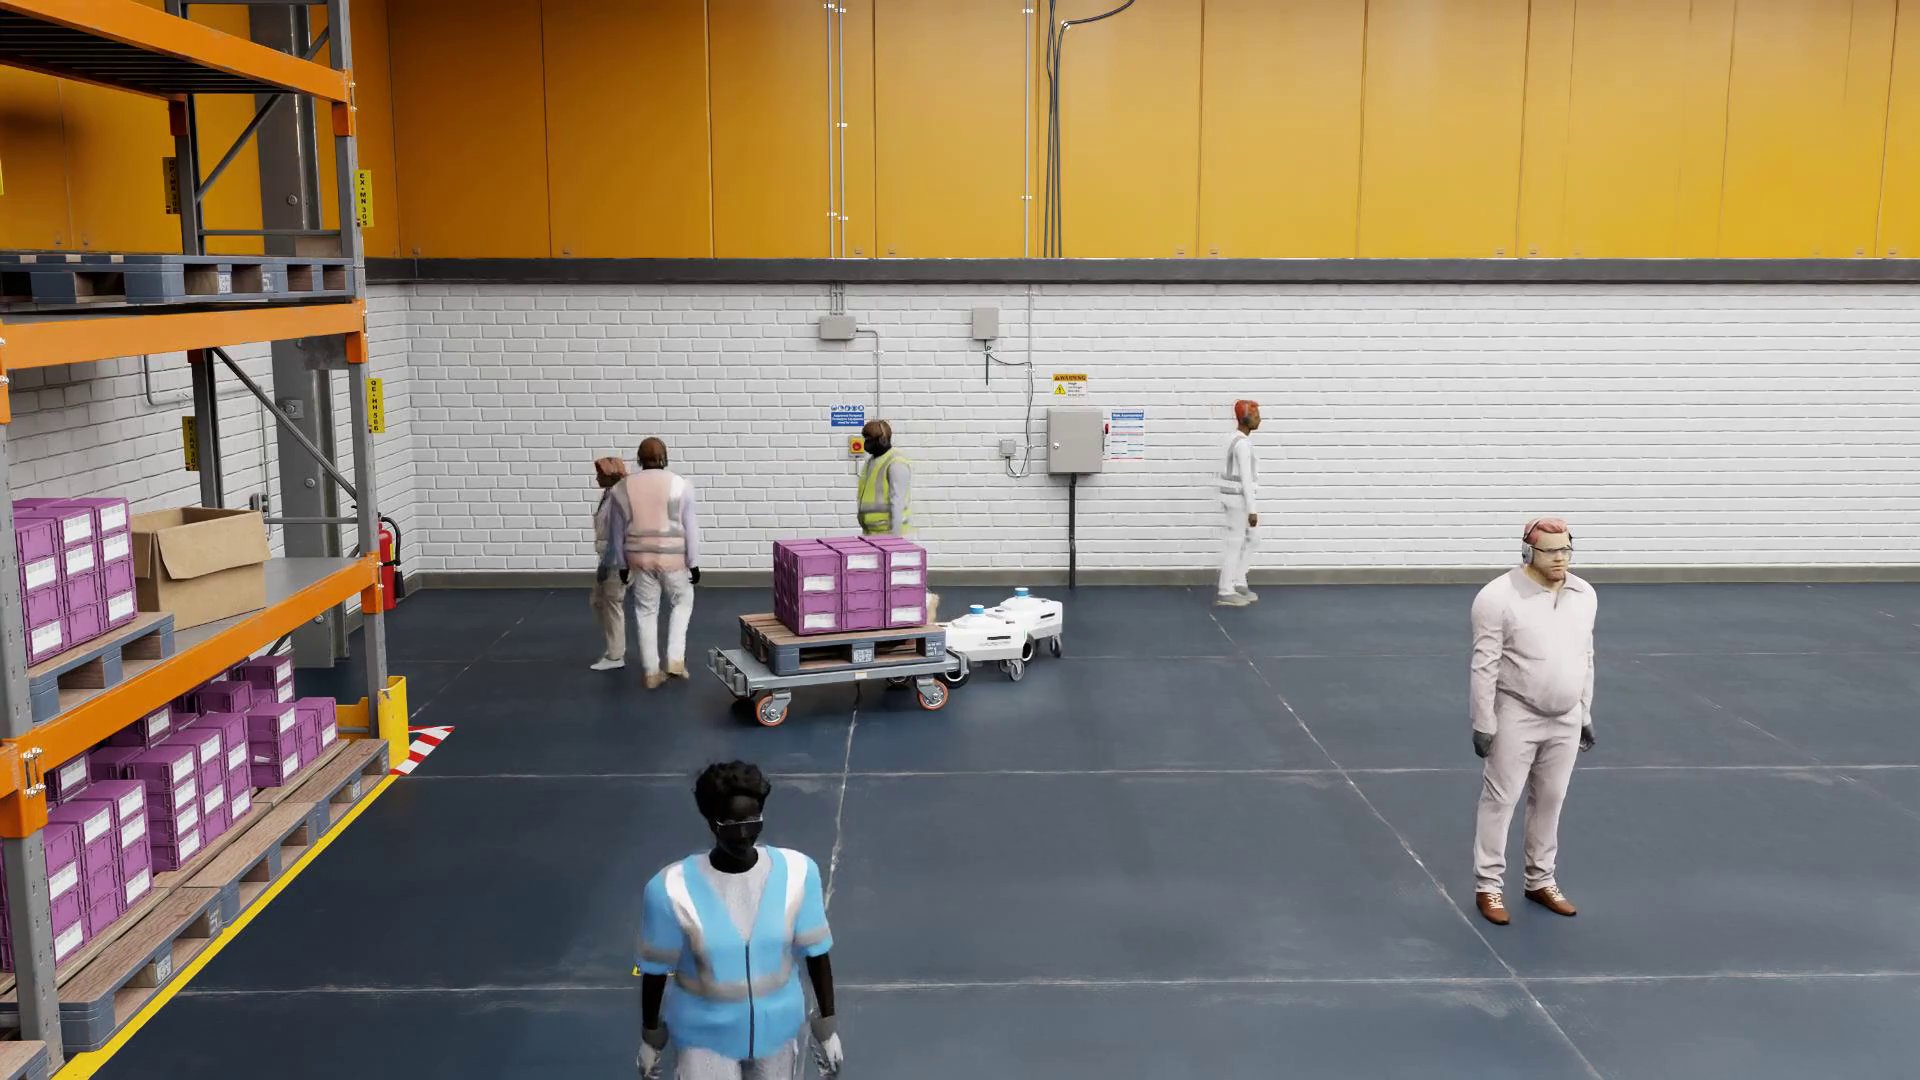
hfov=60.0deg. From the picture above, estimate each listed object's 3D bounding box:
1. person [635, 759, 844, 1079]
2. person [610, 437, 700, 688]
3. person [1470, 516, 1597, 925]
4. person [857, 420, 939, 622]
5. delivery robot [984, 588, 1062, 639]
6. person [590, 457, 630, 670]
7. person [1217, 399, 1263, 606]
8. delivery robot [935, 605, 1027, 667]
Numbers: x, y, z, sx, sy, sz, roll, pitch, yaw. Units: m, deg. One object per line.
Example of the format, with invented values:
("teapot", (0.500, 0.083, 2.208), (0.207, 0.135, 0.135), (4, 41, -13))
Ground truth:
("person", (-0.620, 1.437, 4.779), (0.563, 1.644, 0.869), (-4, 10, -24))
("person", (-2.198, 0.169, 12.071), (0.654, 1.823, 0.441), (1, 9, 4))
("person", (2.685, 0.832, 7.738), (0.652, 1.906, 0.403), (-3, 10, -16))
("person", (-0.555, -0.082, 13.612), (0.683, 1.821, 0.642), (-5, 11, -29))
("delivery robot", (0.476, 0.613, 12.921), (0.477, 0.478, 0.707), (8, 12, 41))
("person", (-2.639, 0.176, 12.596), (0.366, 1.621, 0.540), (-4, 10, -24))
("person", (2.569, -0.326, 14.939), (0.549, 1.866, 0.616), (0, 9, 1))
("delivery robot", (0.125, 0.722, 12.254), (0.707, 0.478, 0.477), (-2, 9, -15))
